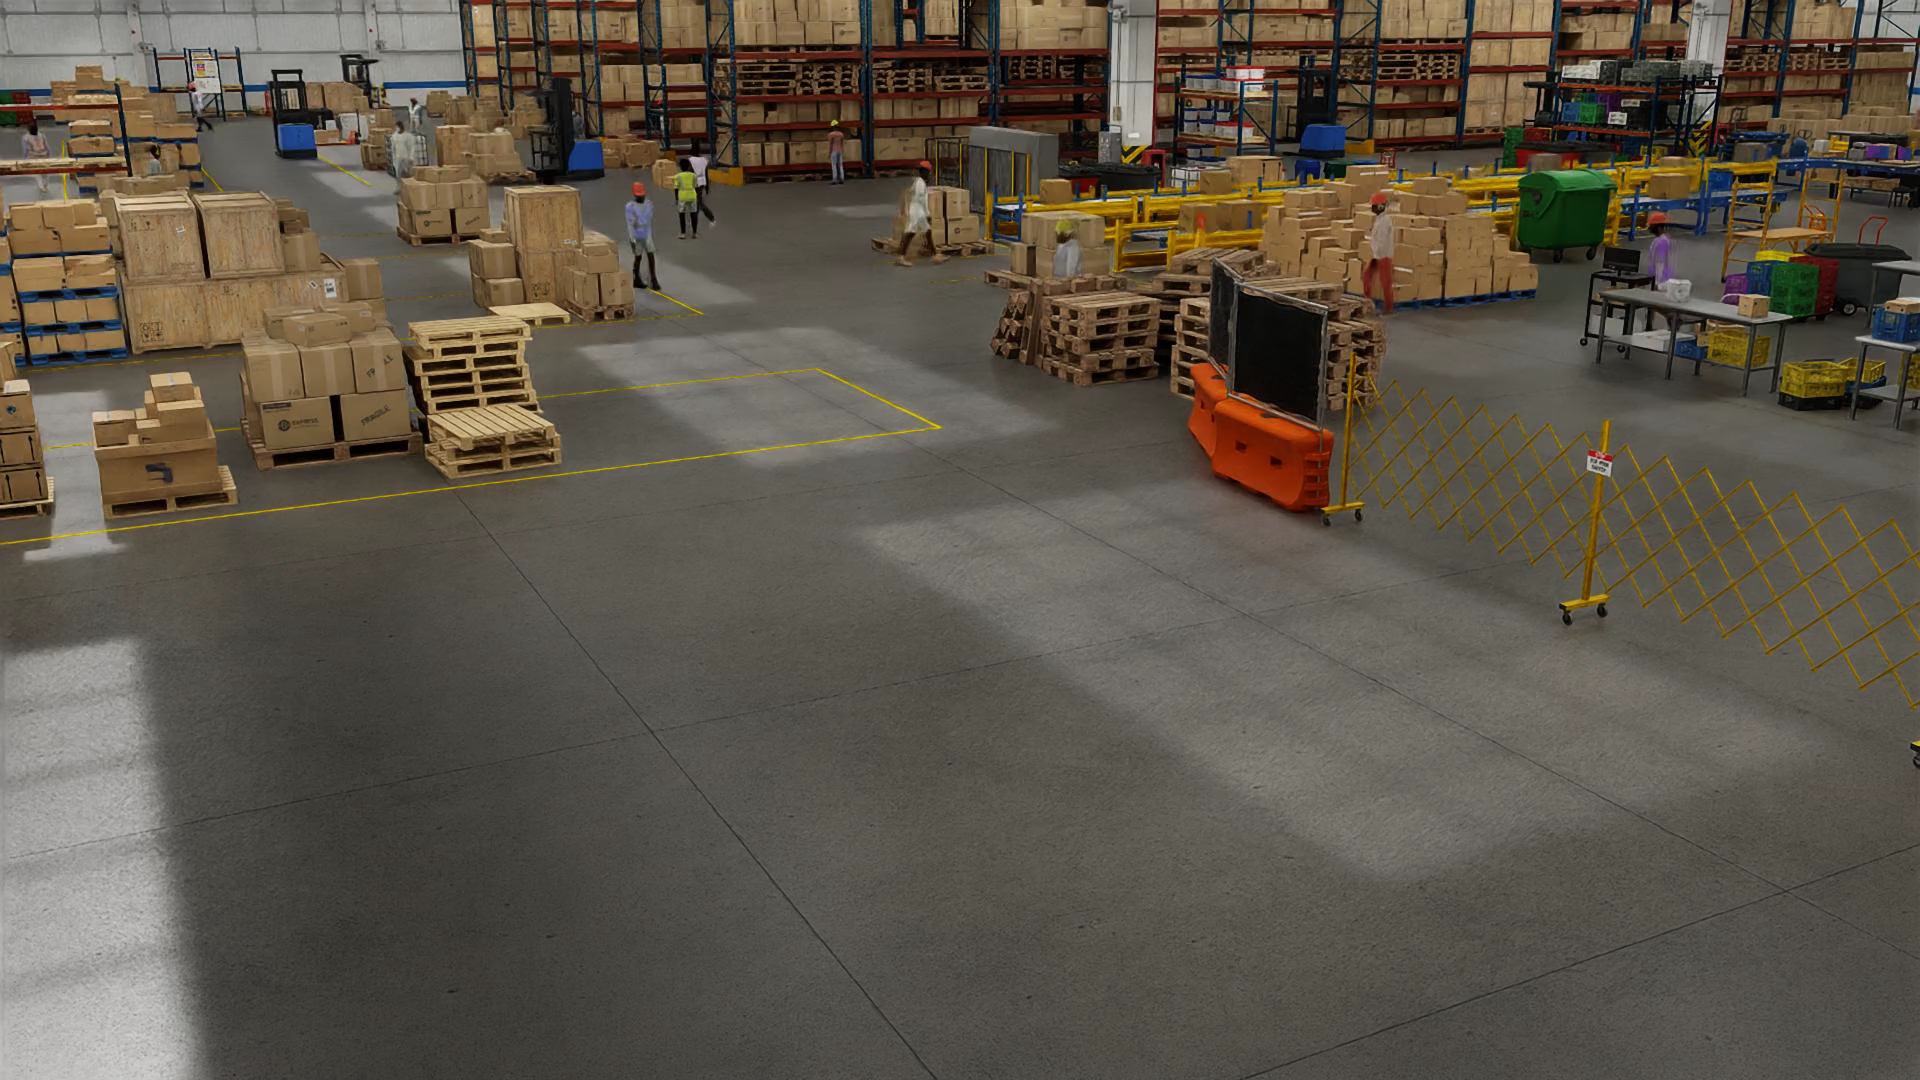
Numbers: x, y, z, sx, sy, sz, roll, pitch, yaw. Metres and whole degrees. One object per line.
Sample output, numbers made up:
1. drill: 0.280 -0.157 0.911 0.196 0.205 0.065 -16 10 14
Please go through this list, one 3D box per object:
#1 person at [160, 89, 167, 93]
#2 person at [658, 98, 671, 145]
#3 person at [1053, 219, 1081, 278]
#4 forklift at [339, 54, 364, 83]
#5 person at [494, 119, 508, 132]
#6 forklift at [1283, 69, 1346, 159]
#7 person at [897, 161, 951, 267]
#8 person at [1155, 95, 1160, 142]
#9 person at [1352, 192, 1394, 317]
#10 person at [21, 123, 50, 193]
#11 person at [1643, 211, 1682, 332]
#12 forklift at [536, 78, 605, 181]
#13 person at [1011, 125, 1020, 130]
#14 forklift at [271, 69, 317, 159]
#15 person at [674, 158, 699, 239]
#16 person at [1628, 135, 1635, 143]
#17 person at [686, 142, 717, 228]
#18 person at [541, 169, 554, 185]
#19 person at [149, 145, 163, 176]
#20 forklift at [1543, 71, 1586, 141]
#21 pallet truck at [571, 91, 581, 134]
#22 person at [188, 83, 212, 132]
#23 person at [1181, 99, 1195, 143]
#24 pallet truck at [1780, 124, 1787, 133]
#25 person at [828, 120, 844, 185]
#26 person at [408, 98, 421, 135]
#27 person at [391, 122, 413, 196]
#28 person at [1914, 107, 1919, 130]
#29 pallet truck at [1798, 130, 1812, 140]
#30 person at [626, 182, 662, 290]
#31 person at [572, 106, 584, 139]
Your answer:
1. person: -31.099 -16.855 65.309 0.455 1.675 0.563 -1 18 -4
2. person: -9.624 -13.410 54.165 0.376 1.932 0.551 -9 20 -26
3. person: 1.653 -3.836 24.538 0.849 1.803 0.588 -7 19 -20
4. forklift: -25.815 -19.245 70.834 1.873 2.768 1.129 9 20 27
5. person: -13.538 -11.592 49.019 0.524 1.618 0.703 9 20 25
6. forklift: 11.615 -13.871 54.079 1.129 2.768 1.873 -9 20 -27
7. person: -0.726 -6.175 31.557 1.052 1.960 0.713 2 18 6
8. person: 6.530 -13.795 55.298 0.768 1.966 0.635 -6 19 -17
9. person: 6.576 -4.506 26.374 0.804 1.961 0.613 1 18 2
10. person: -24.443 -10.125 44.092 0.447 1.830 0.655 15 23 39
11. person: 10.302 -3.859 24.427 0.630 1.912 0.575 4 18 13
12. forklift: -11.215 -11.681 47.252 1.873 2.768 1.129 -9 20 -26
13. person: 1.438 -9.740 42.855 0.999 1.855 0.648 -12 21 -33
14. forklift: -21.809 -13.930 54.263 1.129 2.768 1.873 -9 20 -27
15. person: -5.799 -7.242 35.337 0.538 1.691 0.319 -8 20 -24
16. person: 24.144 -15.103 59.718 0.329 1.765 0.526 4 18 11
17. person: -5.823 -7.940 37.212 0.916 1.880 0.587 10 20 28
18. person: -7.385 -5.766 30.305 0.672 1.958 0.495 10 21 30
19. person: -17.968 -7.894 37.150 0.870 1.835 0.527 -13 22 -36
20. forklift: 18.685 -13.231 52.085 1.873 2.768 1.129 -9 20 -26
21. pallet truck: -13.495 -14.412 57.188 0.823 1.965 1.885 -3 18 -9
22. person: -29.934 -17.018 65.479 0.717 1.897 0.597 2 18 6
23. person: 8.186 -14.981 59.575 0.530 1.601 0.744 0 18 1
24. pallet truck: 25.206 -12.542 52.601 1.601 1.201 0.680 0 18 -2
25. person: -3.456 -10.765 46.208 0.518 1.756 0.343 -17 24 -42
26. person: -19.697 -15.186 60.188 0.533 1.624 0.460 6 19 17
27. person: -14.572 -9.950 43.420 0.644 1.898 0.920 2 18 8
28. person: 32.259 -13.828 55.552 0.690 1.882 0.415 3 18 10
29. pallet truck: 25.526 -11.556 49.408 1.630 1.274 0.653 -9 20 -26
30. person: -5.481 -5.259 28.841 0.594 1.872 0.898 -15 23 -38
31. person: -11.768 -12.223 50.528 0.629 1.913 0.921 -11 21 -30
